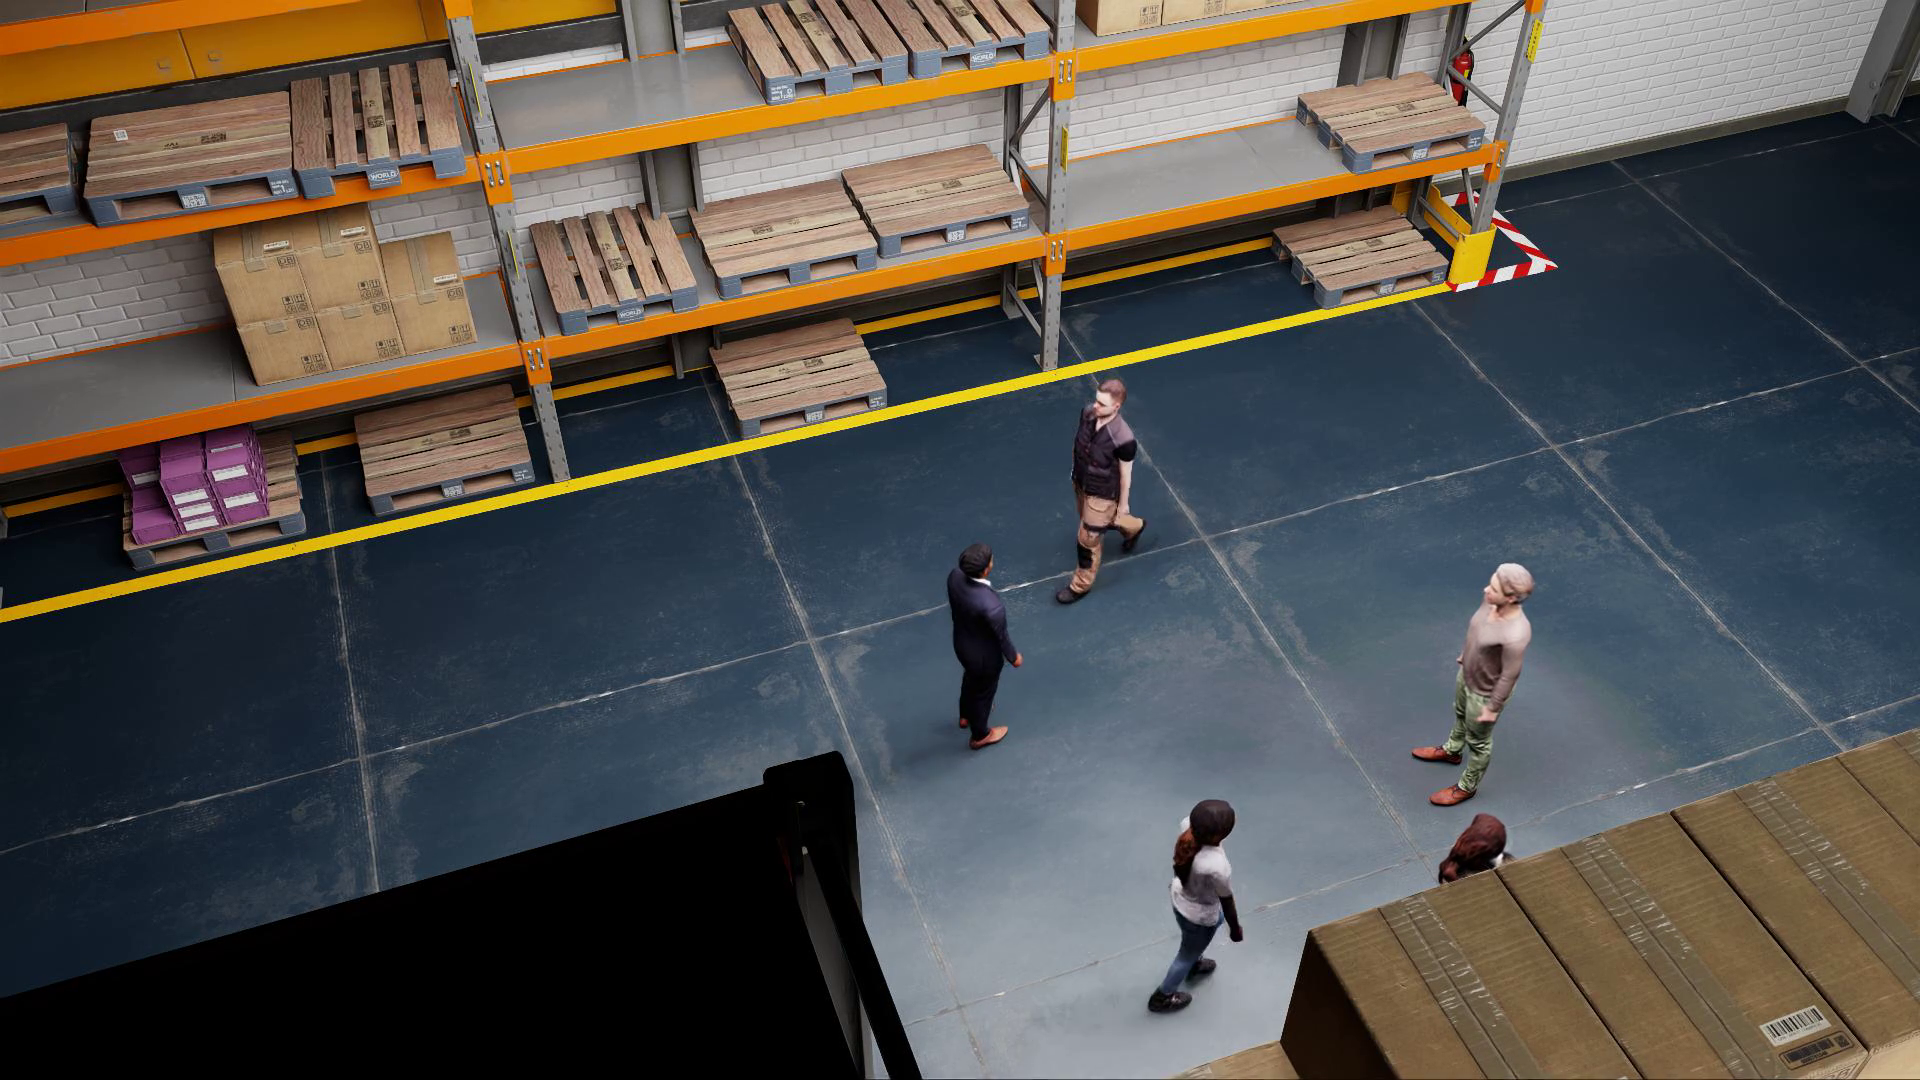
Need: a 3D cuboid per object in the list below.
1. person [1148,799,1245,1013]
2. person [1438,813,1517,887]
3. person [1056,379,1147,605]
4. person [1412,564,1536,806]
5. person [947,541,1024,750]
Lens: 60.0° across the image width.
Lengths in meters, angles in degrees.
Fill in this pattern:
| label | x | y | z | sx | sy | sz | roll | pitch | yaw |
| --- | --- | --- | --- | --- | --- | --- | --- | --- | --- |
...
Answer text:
| label | x | y | z | sx | sy | sz | roll | pitch | yaw |
| --- | --- | --- | --- | --- | --- | --- | --- | --- | --- |
| person | 1.182 | 1.979 | 8.841 | 0.701 | 1.704 | 0.620 | -10 | 44 | -10 |
| person | 2.598 | 2.041 | 8.710 | 0.419 | 1.795 | 0.642 | -15 | 46 | -15 |
| person | 1.023 | -0.393 | 11.250 | 1.101 | 1.815 | 0.780 | -22 | 48 | -21 |
| person | 3.121 | 0.844 | 9.911 | 0.685 | 1.872 | 0.746 | -3 | 44 | -3 |
| person | 0.093 | 0.682 | 10.189 | 0.690 | 1.723 | 0.715 | -25 | 49 | -24 |
